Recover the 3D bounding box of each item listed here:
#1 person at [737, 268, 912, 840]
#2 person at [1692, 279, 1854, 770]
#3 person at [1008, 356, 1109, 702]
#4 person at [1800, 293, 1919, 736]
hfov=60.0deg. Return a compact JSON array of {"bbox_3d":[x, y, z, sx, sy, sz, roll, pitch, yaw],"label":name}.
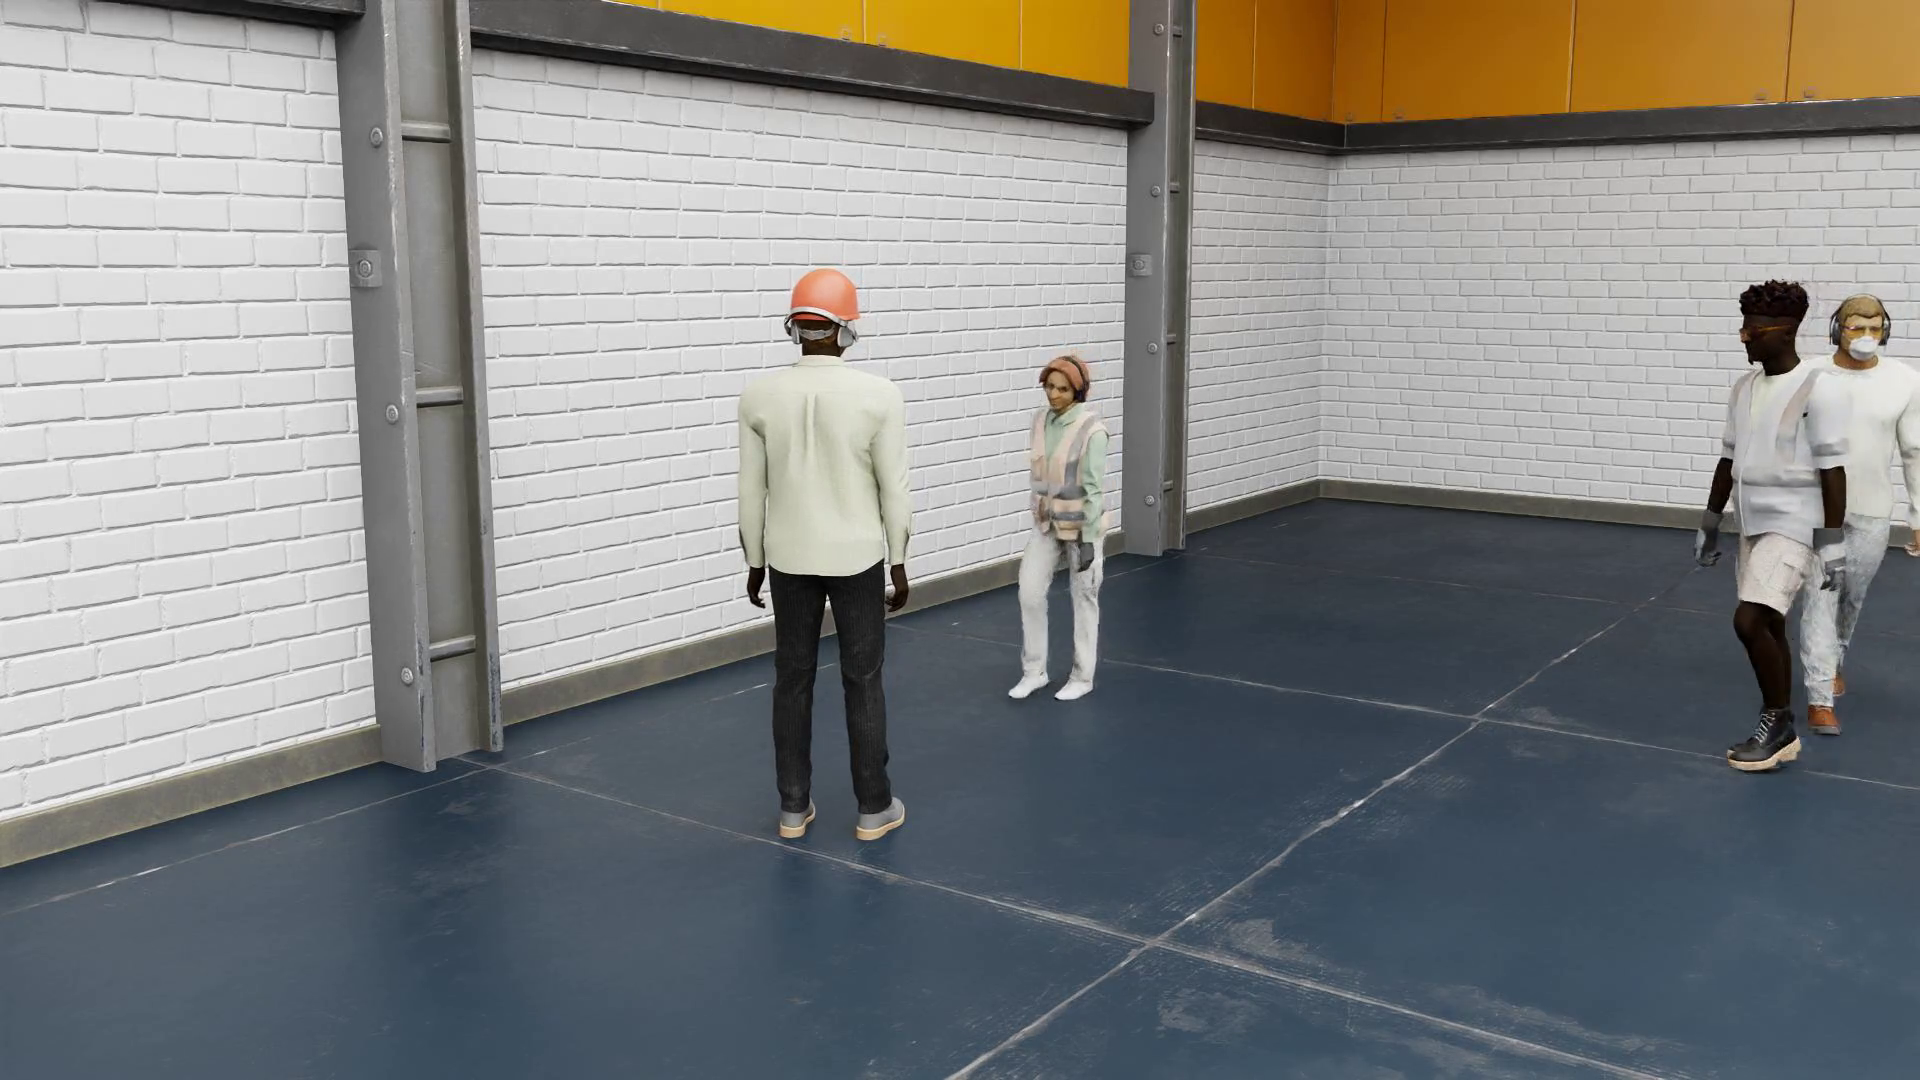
[{"bbox_3d":[-0.464,0.060,5.816,0.610,1.996,0.384,2,10,10],"label":"person"},{"bbox_3d":[3.185,-0.048,6.585,0.542,1.945,0.642,-1,10,-8],"label":"person"},{"bbox_3d":[0.478,-0.031,7.512,0.517,1.599,0.526,9,13,44],"label":"person"},{"bbox_3d":[3.937,-0.151,7.413,0.648,1.895,1.032,3,10,18],"label":"person"}]
